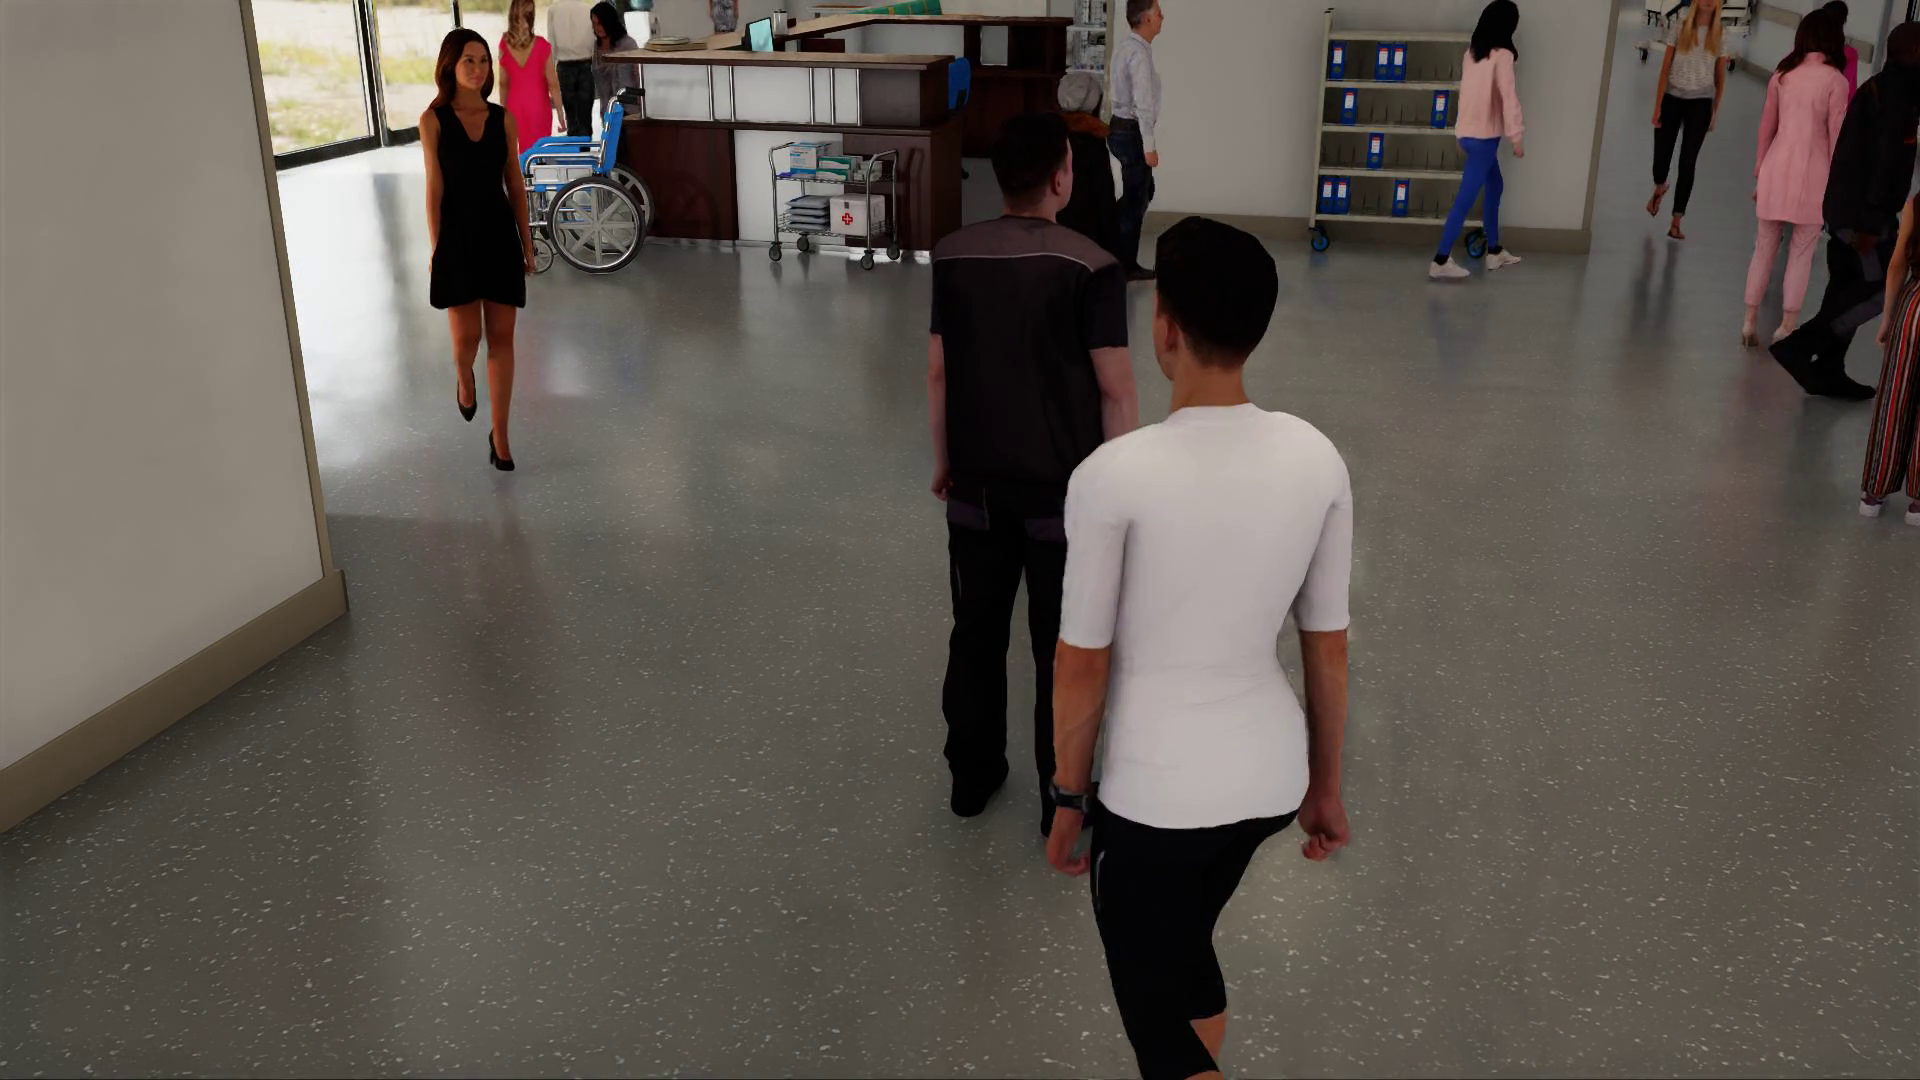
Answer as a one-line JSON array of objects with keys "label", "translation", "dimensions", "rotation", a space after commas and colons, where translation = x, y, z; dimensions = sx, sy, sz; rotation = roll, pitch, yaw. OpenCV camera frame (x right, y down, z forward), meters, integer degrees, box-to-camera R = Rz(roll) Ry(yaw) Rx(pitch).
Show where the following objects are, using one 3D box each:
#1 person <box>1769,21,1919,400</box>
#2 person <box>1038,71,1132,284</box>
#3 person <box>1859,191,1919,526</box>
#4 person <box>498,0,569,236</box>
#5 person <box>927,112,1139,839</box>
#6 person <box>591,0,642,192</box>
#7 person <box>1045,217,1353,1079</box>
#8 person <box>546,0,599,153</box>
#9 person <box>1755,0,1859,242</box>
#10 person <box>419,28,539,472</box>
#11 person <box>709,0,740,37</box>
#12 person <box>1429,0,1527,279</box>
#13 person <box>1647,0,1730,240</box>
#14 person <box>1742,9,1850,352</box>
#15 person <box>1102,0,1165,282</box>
[{"label": "person", "translation": [4.271, -1.581, 8.074], "dimensions": [0.749, 1.792, 0.748], "rotation": [8, 22, 20]}, {"label": "person", "translation": [0.430, -1.251, 7.454], "dimensions": [0.889, 1.615, 0.839], "rotation": [-14, 25, -33]}, {"label": "person", "translation": [3.786, -0.845, 6.457], "dimensions": [0.697, 1.561, 0.593], "rotation": [-19, 28, -41]}, {"label": "person", "translation": [-3.183, -3.073, 12.143], "dimensions": [0.874, 1.700, 0.652], "rotation": [5, 21, 13]}, {"label": "person", "translation": [0.165, -0.140, 4.195], "dimensions": [0.628, 1.845, 0.844], "rotation": [12, 24, 28]}, {"label": "person", "translation": [-2.712, -3.592, 13.677], "dimensions": [0.850, 1.585, 0.868], "rotation": [11, 23, 26]}, {"label": "person", "translation": [0.425, 0.437, 2.702], "dimensions": [1.100, 1.824, 1.130], "rotation": [-8, 22, -20]}, {"label": "person", "translation": [-3.447, -4.174, 14.925], "dimensions": [0.961, 1.788, 0.944], "rotation": [-2, 21, -6]}, {"label": "person", "translation": [6.003, -2.914, 11.786], "dimensions": [1.117, 1.655, 1.110], "rotation": [-14, 25, -32]}, {"label": "person", "translation": [-2.056, -1.199, 7.019], "dimensions": [0.840, 1.826, 0.911], "rotation": [-14, 25, -32]}, {"label": "person", "translation": [-3.373, -7.458, 23.587], "dimensions": [1.009, 1.795, 0.757], "rotation": [2, 21, 6]}, {"label": "person", "translation": [3.245, -2.534, 10.665], "dimensions": [1.037, 1.740, 0.885], "rotation": [-2, 21, -6]}, {"label": "person", "translation": [5.281, -3.134, 12.158], "dimensions": [0.955, 1.805, 0.703], "rotation": [7, 22, 17]}, {"label": "person", "translation": [4.467, -1.902, 8.908], "dimensions": [0.752, 1.803, 0.645], "rotation": [-17, 27, -38]}, {"label": "person", "translation": [1.016, -2.540, 10.586], "dimensions": [0.862, 1.806, 0.784], "rotation": [-2, 21, -6]}]
